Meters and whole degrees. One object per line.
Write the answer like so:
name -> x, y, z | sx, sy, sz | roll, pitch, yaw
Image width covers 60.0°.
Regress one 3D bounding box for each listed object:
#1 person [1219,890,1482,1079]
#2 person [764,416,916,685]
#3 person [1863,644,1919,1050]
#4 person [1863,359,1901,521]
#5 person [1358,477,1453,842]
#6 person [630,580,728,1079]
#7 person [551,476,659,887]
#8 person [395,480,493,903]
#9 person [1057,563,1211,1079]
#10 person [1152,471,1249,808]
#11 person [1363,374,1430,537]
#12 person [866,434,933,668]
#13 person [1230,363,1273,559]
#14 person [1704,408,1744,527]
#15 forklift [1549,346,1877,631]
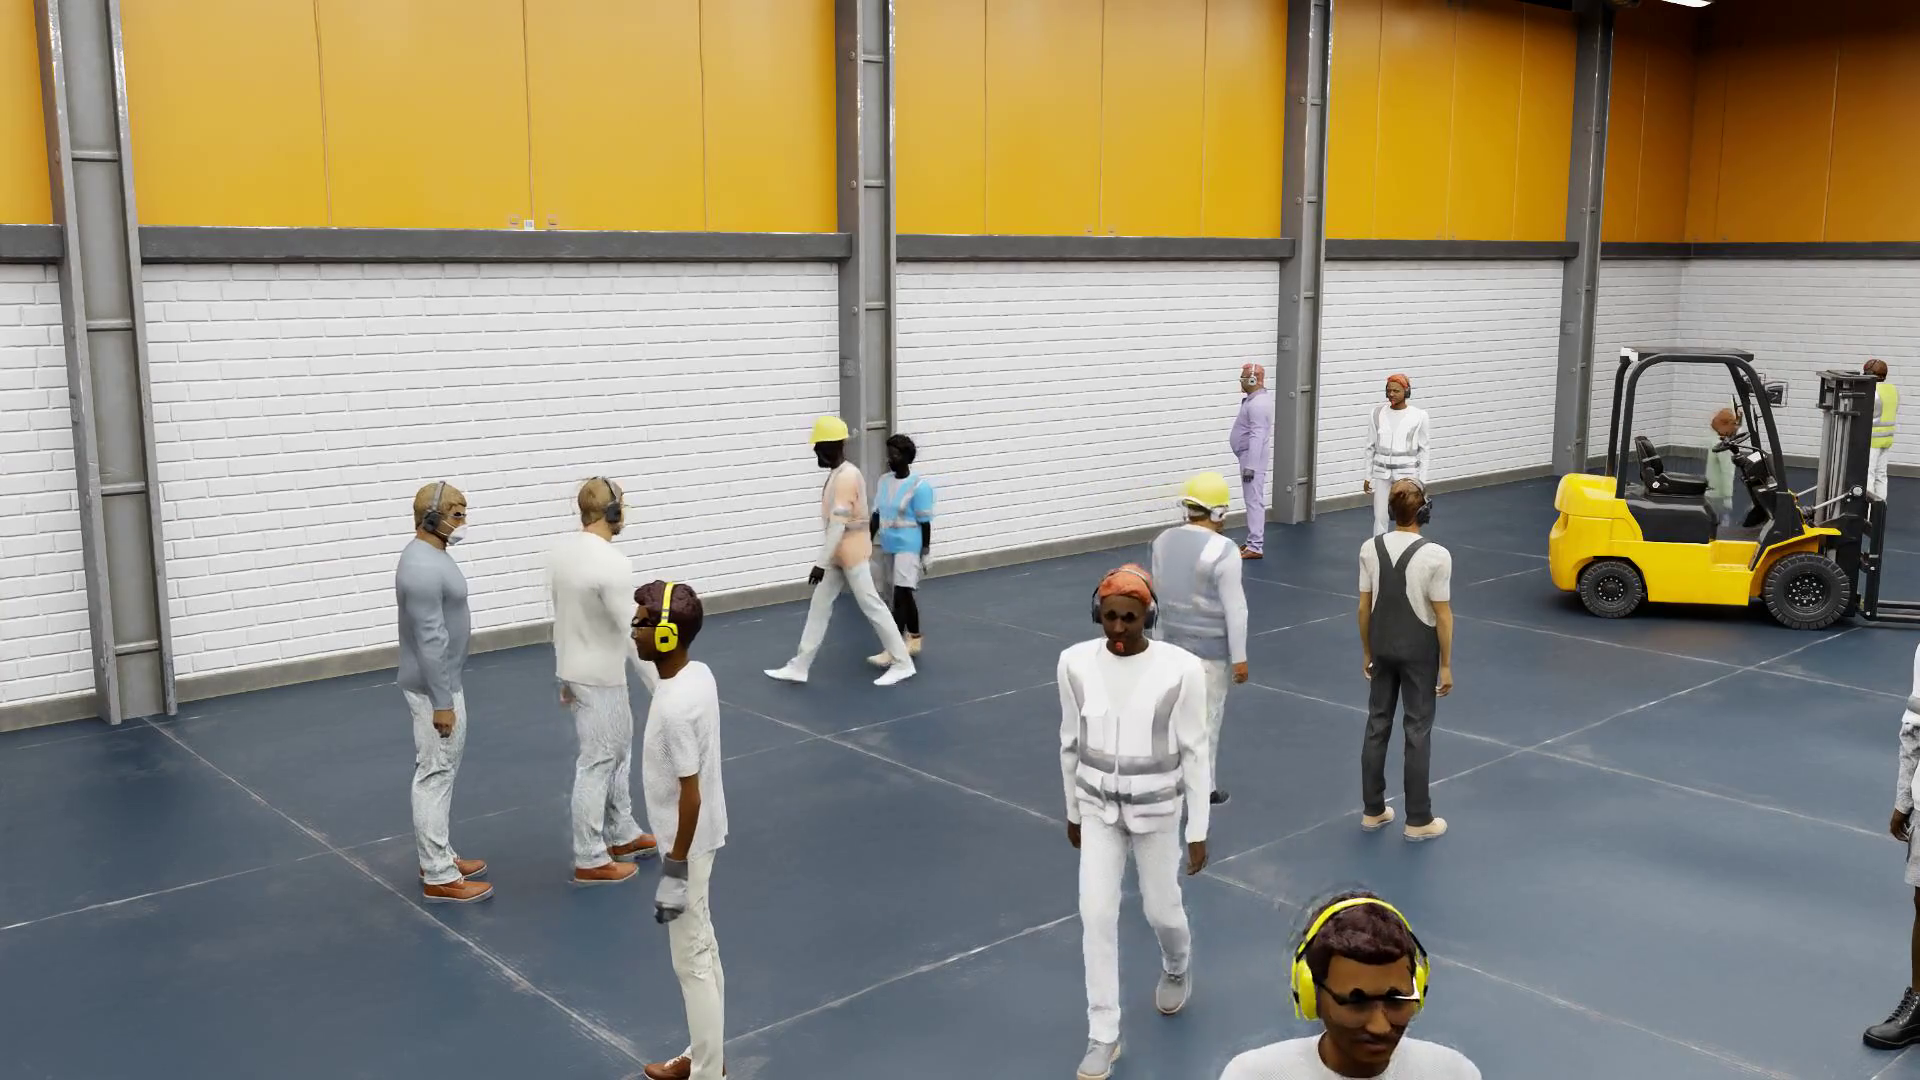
person -> 0.704, 1.504, 3.161 | 0.537, 1.842, 0.889 | 0, 10, -1
person -> -0.787, 0.088, 11.341 | 1.043, 1.867, 0.591 | -2, 10, -13
person -> 3.594, 0.971, 5.955 | 0.366, 1.935, 0.552 | -5, 11, -25
person -> 9.784, -1.020, 17.893 | 0.624, 1.845, 0.430 | -6, 11, -30
person -> 2.251, 0.598, 8.408 | 0.508, 1.847, 0.345 | 9, 13, 42
person -> -0.960, 1.054, 5.666 | 0.330, 1.874, 0.518 | -1, 10, -3
person -> -1.569, 0.660, 7.848 | 0.742, 1.917, 0.662 | -6, 11, -31
person -> -2.385, 0.688, 7.630 | 0.371, 1.934, 0.627 | -3, 10, -17
person -> 0.664, 0.979, 6.140 | 0.595, 1.865, 0.813 | 4, 11, 23
person -> 1.264, 0.546, 8.806 | 0.449, 1.820, 0.605 | -6, 12, -33
person -> 3.959, -0.571, 15.137 | 0.585, 1.882, 0.340 | 6, 11, 32
person -> -0.474, 0.072, 12.013 | 0.581, 1.681, 0.544 | -8, 13, -40
person -> 2.831, -0.767, 16.222 | 0.409, 1.908, 0.647 | 2, 10, 11
person -> 6.716, -0.394, 14.887 | 0.608, 1.605, 0.504 | 3, 10, 15
forklift -> 6.109, -0.478, 13.691 | 2.313, 2.155, 1.214 | 3, 10, 16
